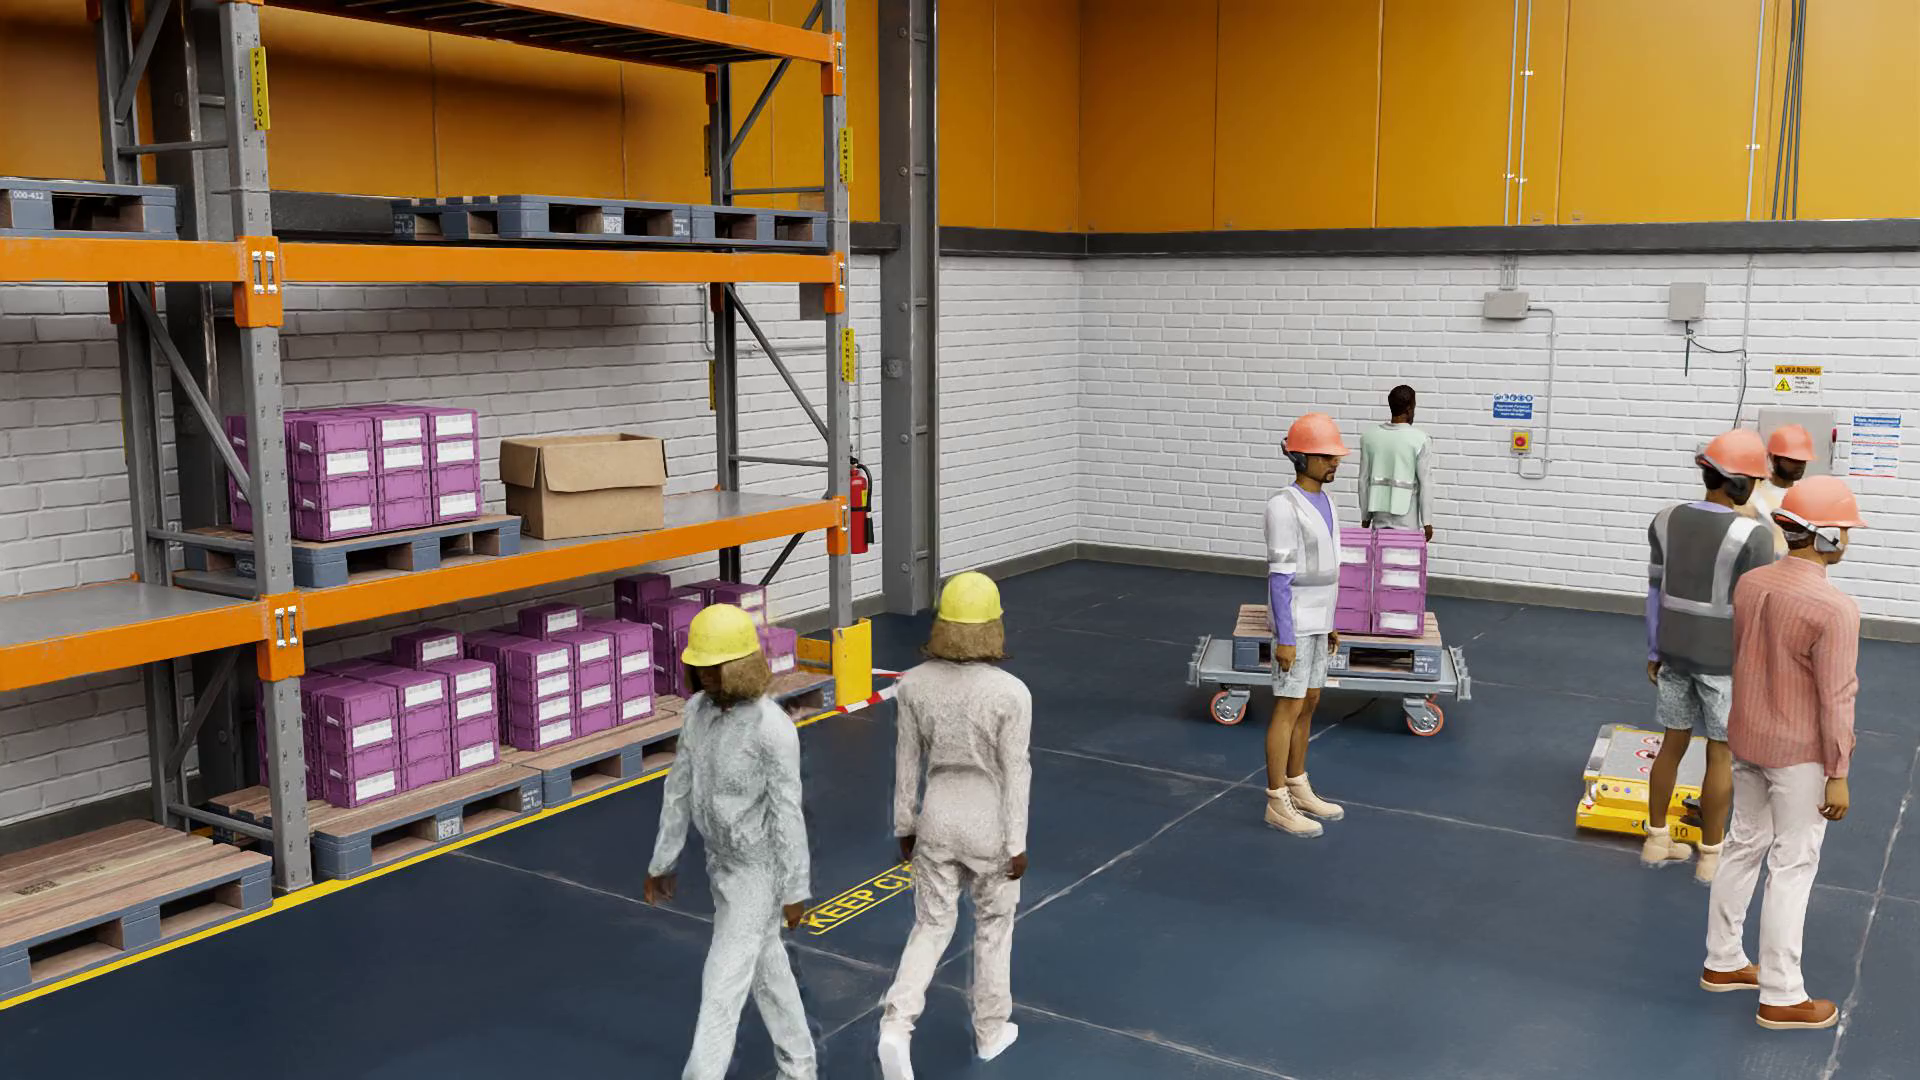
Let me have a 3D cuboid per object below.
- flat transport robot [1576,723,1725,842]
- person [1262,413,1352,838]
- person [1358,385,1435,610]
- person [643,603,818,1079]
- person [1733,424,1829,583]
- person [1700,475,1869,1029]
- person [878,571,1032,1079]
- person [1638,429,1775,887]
[{"bbox_3d":[3.577,1.219,8.523,0.652,0.197,1.431,4,10,25],"label":"flat transport robot"},{"bbox_3d":[1.695,0.403,8.091,0.378,2.044,0.607,6,10,33],"label":"person"},{"bbox_3d":[3.233,-0.190,12.349,0.596,1.918,0.380,8,12,44],"label":"person"},{"bbox_3d":[-0.752,1.037,5.058,0.864,1.702,0.496,-7,11,-39],"label":"person"},{"bbox_3d":[4.668,0.259,9.585,0.561,1.888,1.012,-3,9,-17],"label":"person"},{"bbox_3d":[3.015,0.753,6.022,0.409,1.985,0.609,-1,9,-9],"label":"person"},{"bbox_3d":[-0.014,0.964,5.494,0.489,1.723,0.708,4,10,25],"label":"person"},{"bbox_3d":[3.330,0.517,7.392,0.402,2.031,0.619,-5,10,-28],"label":"person"}]
